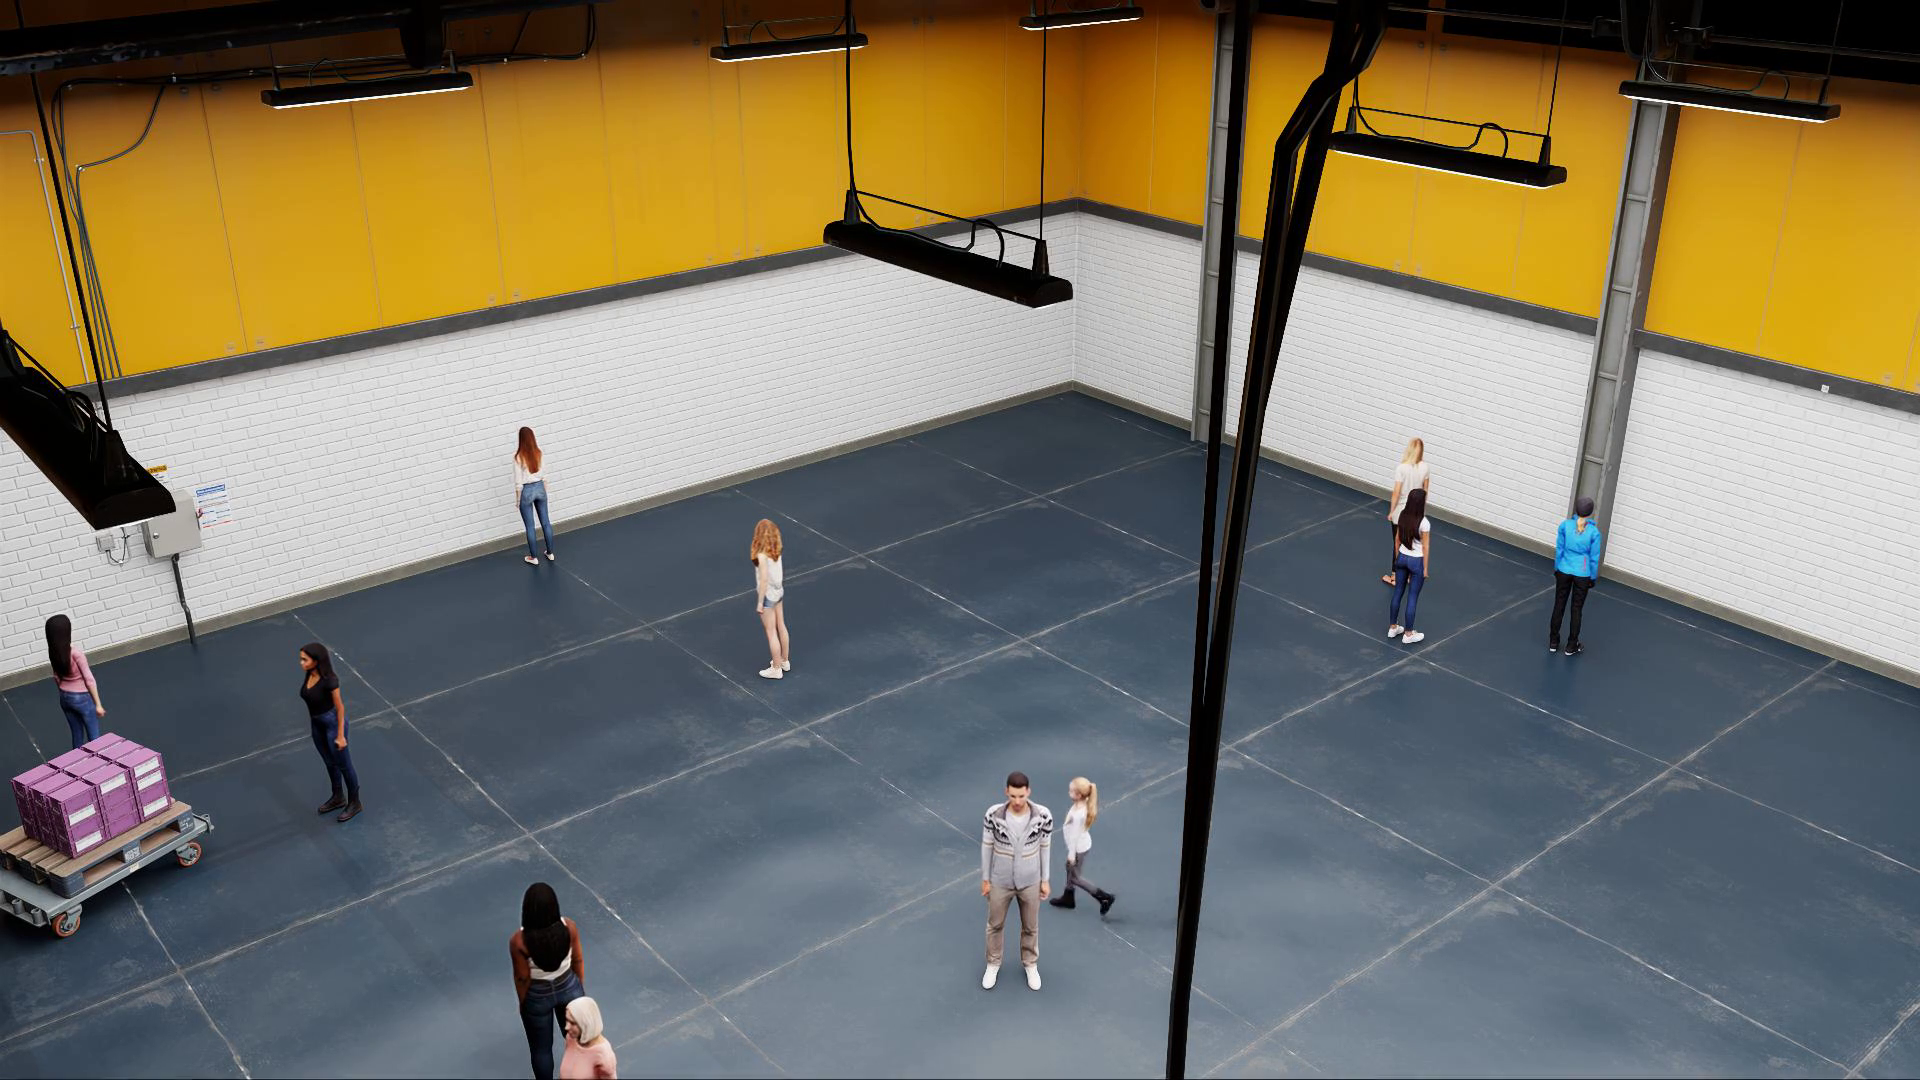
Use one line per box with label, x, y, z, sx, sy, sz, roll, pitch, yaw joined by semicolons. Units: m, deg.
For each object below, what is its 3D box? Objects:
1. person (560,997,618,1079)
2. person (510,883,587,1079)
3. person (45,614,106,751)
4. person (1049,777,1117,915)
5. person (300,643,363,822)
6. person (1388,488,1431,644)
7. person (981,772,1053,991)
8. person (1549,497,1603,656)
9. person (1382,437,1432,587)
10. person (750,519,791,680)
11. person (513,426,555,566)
person;-2.320;3.597;10.538;0.527;1.725;0.703;18;29;35
person;-2.811;3.141;11.475;0.698;1.810;0.683;-11;26;-23
person;-8.159;1.473;15.375;0.611;1.742;0.712;7;25;16
person;1.024;2.516;13.584;0.863;1.264;0.746;7;24;15
person;-5.639;1.691;14.880;0.562;1.738;0.693;15;28;30
person;4.898;0.266;18.096;0.663;1.775;0.466;-16;28;-32
person;0.425;2.568;12.719;0.764;1.862;0.802;0;24;1
person;6.579;0.376;17.819;0.515;1.795;0.712;18;30;36
person;5.232;-0.329;19.391;0.683;1.827;0.685;-5;24;-10
person;-1.958;0.608;17.334;0.646;1.758;0.654;10;26;22
person;-5.147;-0.547;20.013;0.578;1.728;0.484;-18;29;-35
